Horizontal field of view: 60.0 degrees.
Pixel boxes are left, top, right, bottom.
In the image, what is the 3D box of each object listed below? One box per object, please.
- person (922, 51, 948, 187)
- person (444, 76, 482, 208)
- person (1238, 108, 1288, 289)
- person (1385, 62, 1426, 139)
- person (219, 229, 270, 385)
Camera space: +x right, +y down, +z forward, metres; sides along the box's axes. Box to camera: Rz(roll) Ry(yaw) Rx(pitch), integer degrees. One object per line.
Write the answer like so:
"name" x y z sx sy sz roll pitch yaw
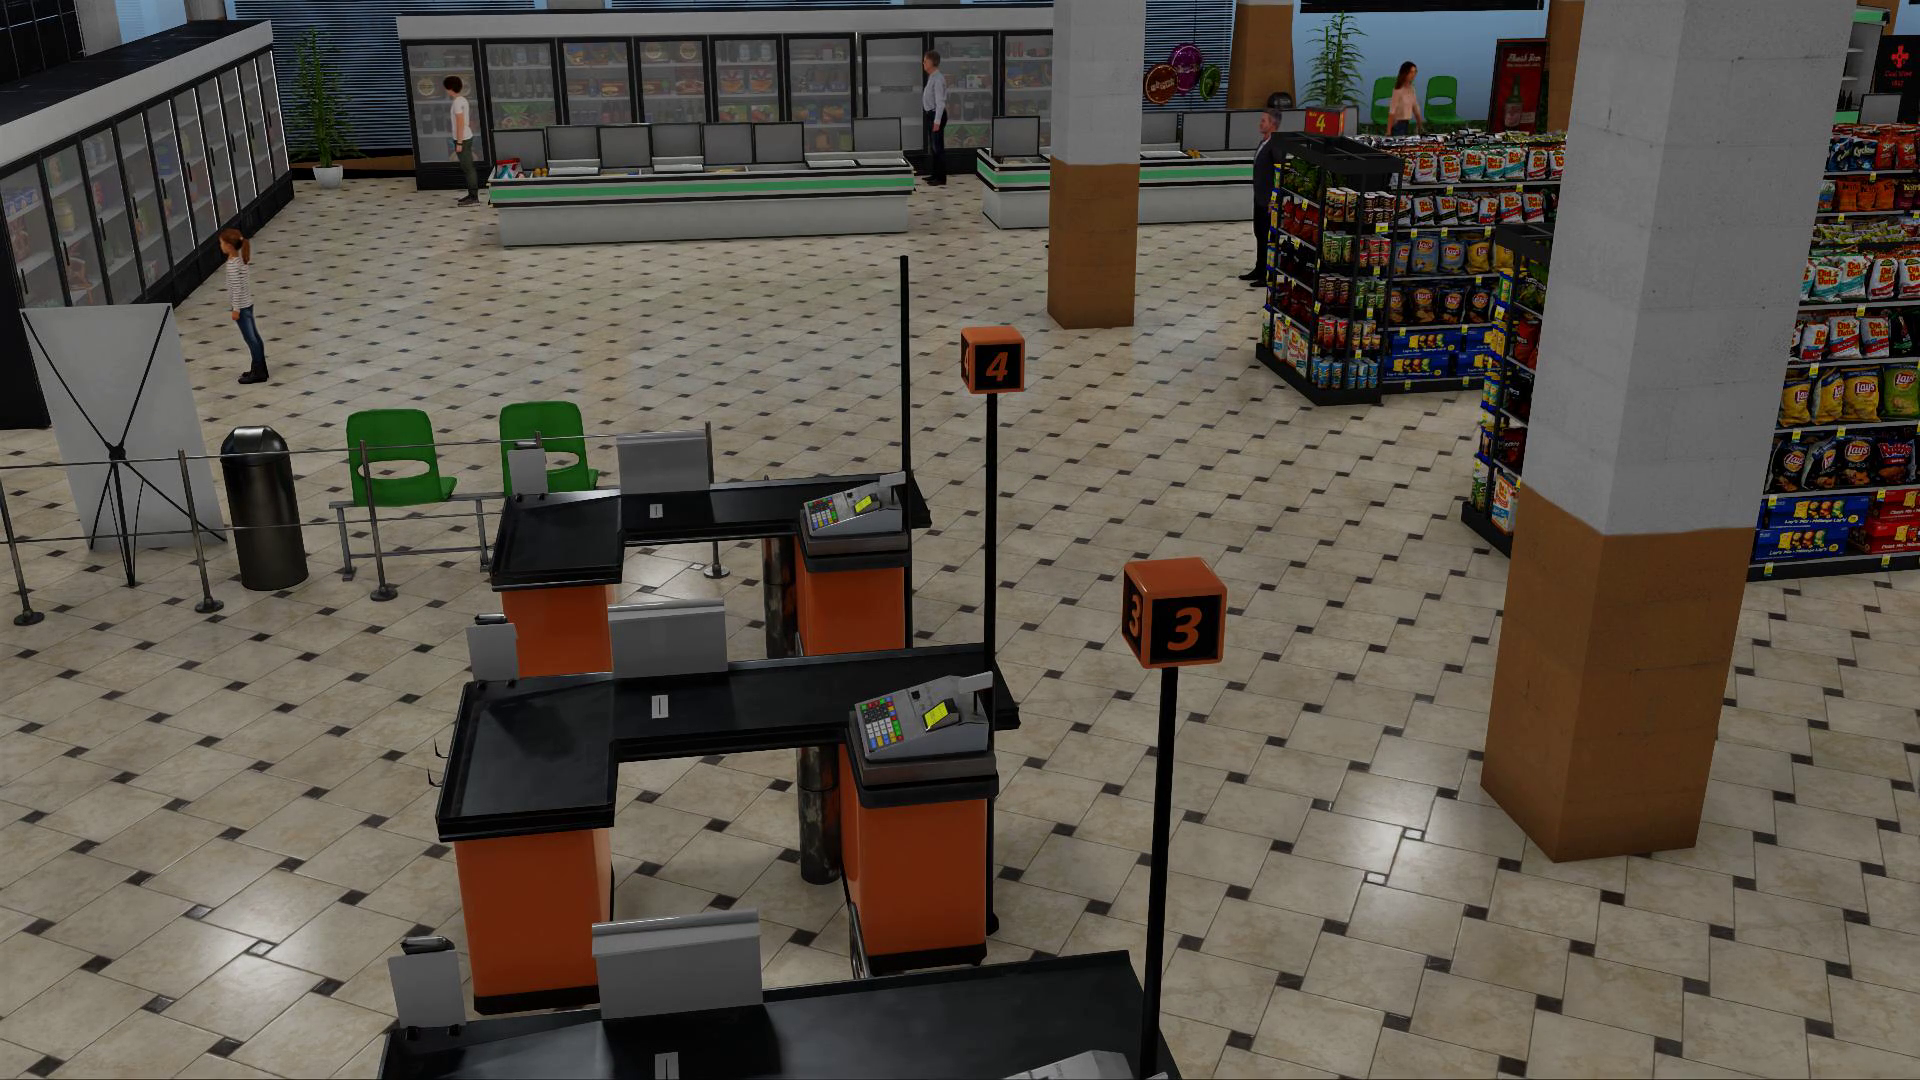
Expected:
"person" -0.333 -5.859 23.079 0.550 1.817 0.640 -3 22 -7
"person" -6.460 -5.190 21.632 0.529 1.655 0.559 -3 22 -7
"person" 3.214 -3.597 17.417 0.584 1.841 0.699 -3 22 -7
"person" 5.762 -5.448 22.136 0.978 1.758 0.948 17 27 36
"person" -6.080 -1.987 14.116 0.479 1.316 0.466 -3 22 -7
